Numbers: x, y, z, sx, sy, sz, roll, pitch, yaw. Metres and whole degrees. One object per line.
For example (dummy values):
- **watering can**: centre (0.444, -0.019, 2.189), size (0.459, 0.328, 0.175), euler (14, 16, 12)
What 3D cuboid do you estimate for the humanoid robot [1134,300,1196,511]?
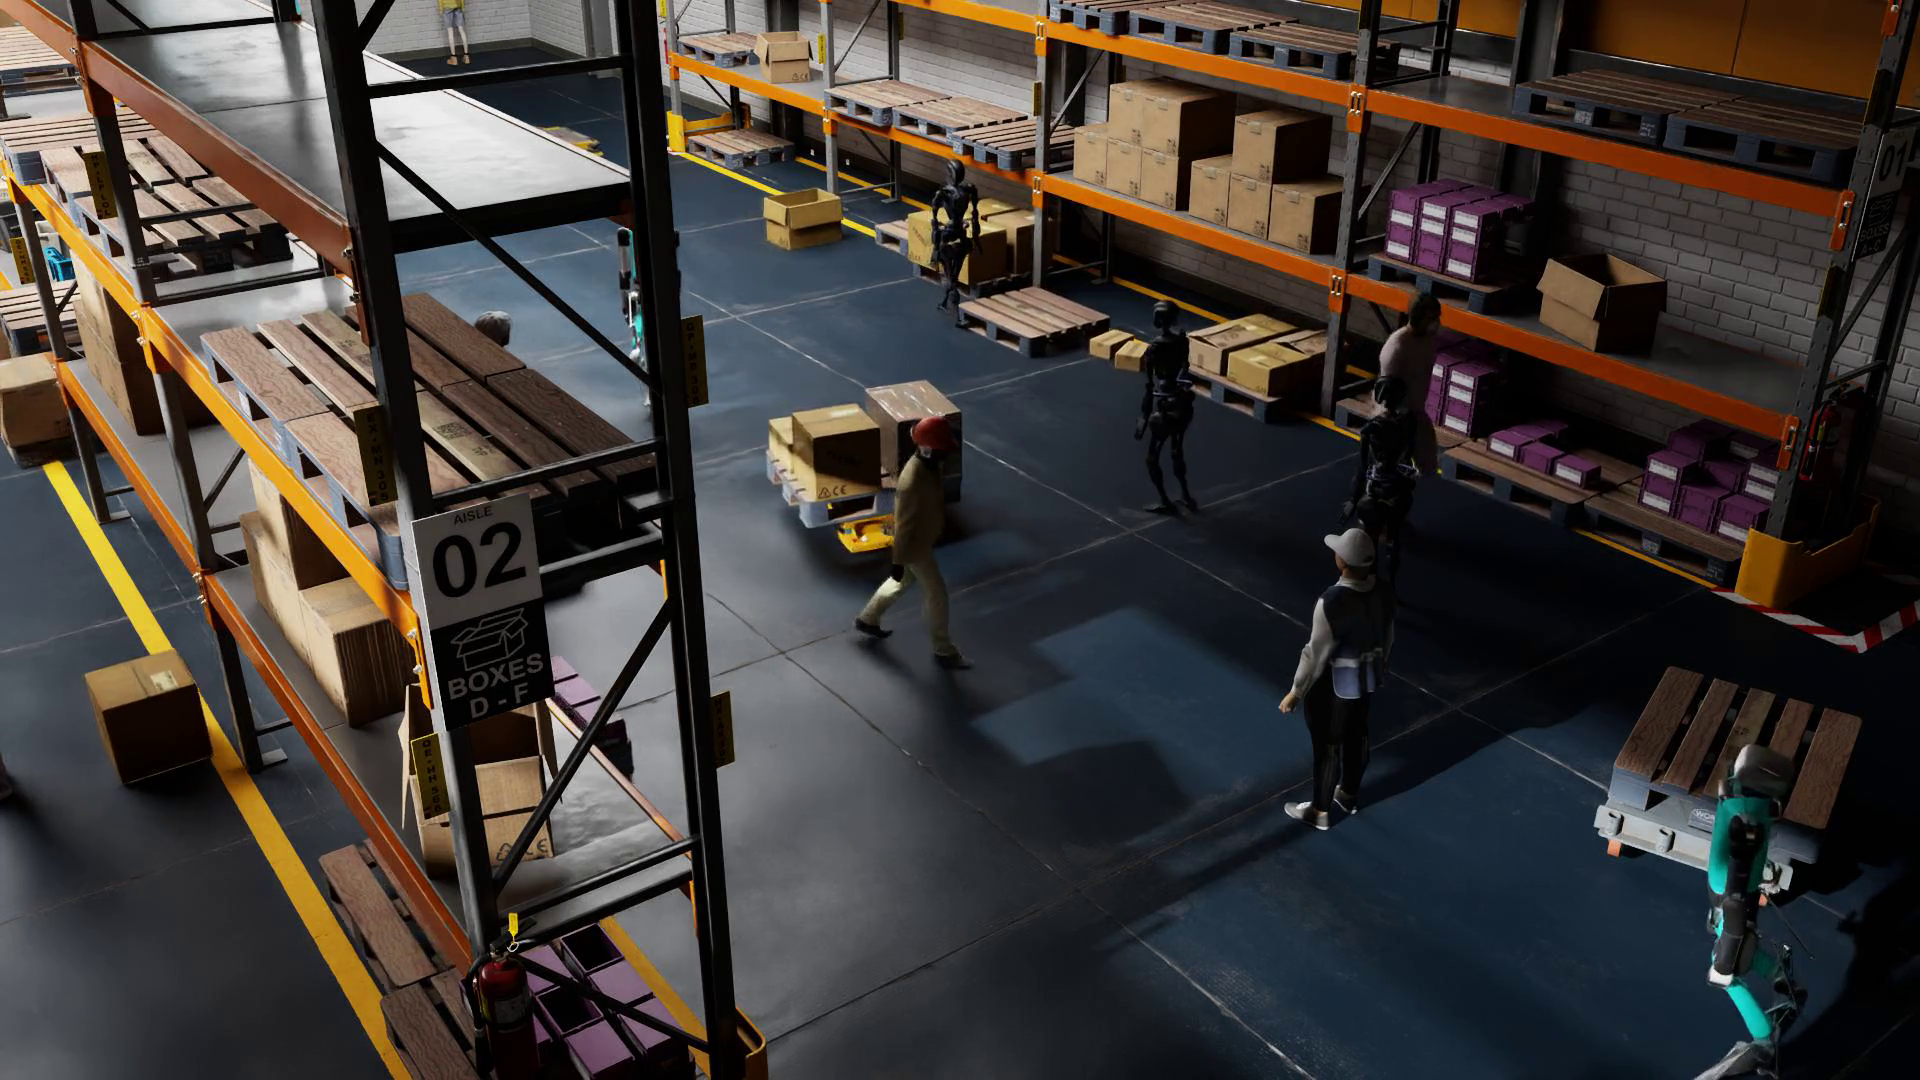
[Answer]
- **humanoid robot**: centre (1.577, -0.981, 12.373), size (0.412, 1.639, 0.592), euler (20, 33, 35)

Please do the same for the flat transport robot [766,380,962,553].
- **flat transport robot**: centre (-0.751, -0.315, 12.614), size (0.659, 0.231, 1.431), euler (-11, 29, -20)

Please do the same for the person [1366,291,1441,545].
- **person**: centre (3.166, -0.842, 11.831), size (0.632, 1.921, 0.480), euler (-23, 35, -38)

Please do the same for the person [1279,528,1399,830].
- **person**: centre (2.037, 0.741, 8.854), size (0.750, 1.758, 0.431), euler (-18, 32, -32)

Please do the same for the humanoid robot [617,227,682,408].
- **humanoid robot**: centre (-2.648, -1.911, 14.208), size (0.540, 1.753, 1.035), euler (-2, 27, -3)

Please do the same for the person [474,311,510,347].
- **person**: centre (-3.163, -0.713, 11.649), size (0.511, 1.848, 0.338), euler (14, 30, 26)

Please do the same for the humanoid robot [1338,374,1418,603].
- **humanoid robot**: centre (2.794, -0.310, 11.017), size (0.599, 1.659, 0.315), euler (-18, 32, -32)

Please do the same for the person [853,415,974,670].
- **person**: centre (-0.318, -0.020, 10.425), size (0.819, 1.708, 0.598), euler (6, 27, 12)

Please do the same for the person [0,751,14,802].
- **person**: centre (-5.554, 0.595, 8.983), size (0.405, 1.906, 0.650), euler (-17, 31, -30)

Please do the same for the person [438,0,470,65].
- **person**: centre (-8.579, -9.006, 28.099), size (0.473, 1.891, 0.385), euler (-18, 32, -32)

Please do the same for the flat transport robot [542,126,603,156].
- **flat transport robot**: centre (-5.495, -5.414, 22.756), size (0.659, 0.231, 1.431), euler (-18, 32, -32)

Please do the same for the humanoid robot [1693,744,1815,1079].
- **humanoid robot**: centre (3.477, 1.715, 7.013), size (0.792, 1.810, 0.534), euler (10, 28, 20)

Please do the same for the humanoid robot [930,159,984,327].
- **humanoid robot**: centre (-0.037, -2.927, 16.292), size (0.589, 1.622, 0.774), euler (-18, 32, -31)
